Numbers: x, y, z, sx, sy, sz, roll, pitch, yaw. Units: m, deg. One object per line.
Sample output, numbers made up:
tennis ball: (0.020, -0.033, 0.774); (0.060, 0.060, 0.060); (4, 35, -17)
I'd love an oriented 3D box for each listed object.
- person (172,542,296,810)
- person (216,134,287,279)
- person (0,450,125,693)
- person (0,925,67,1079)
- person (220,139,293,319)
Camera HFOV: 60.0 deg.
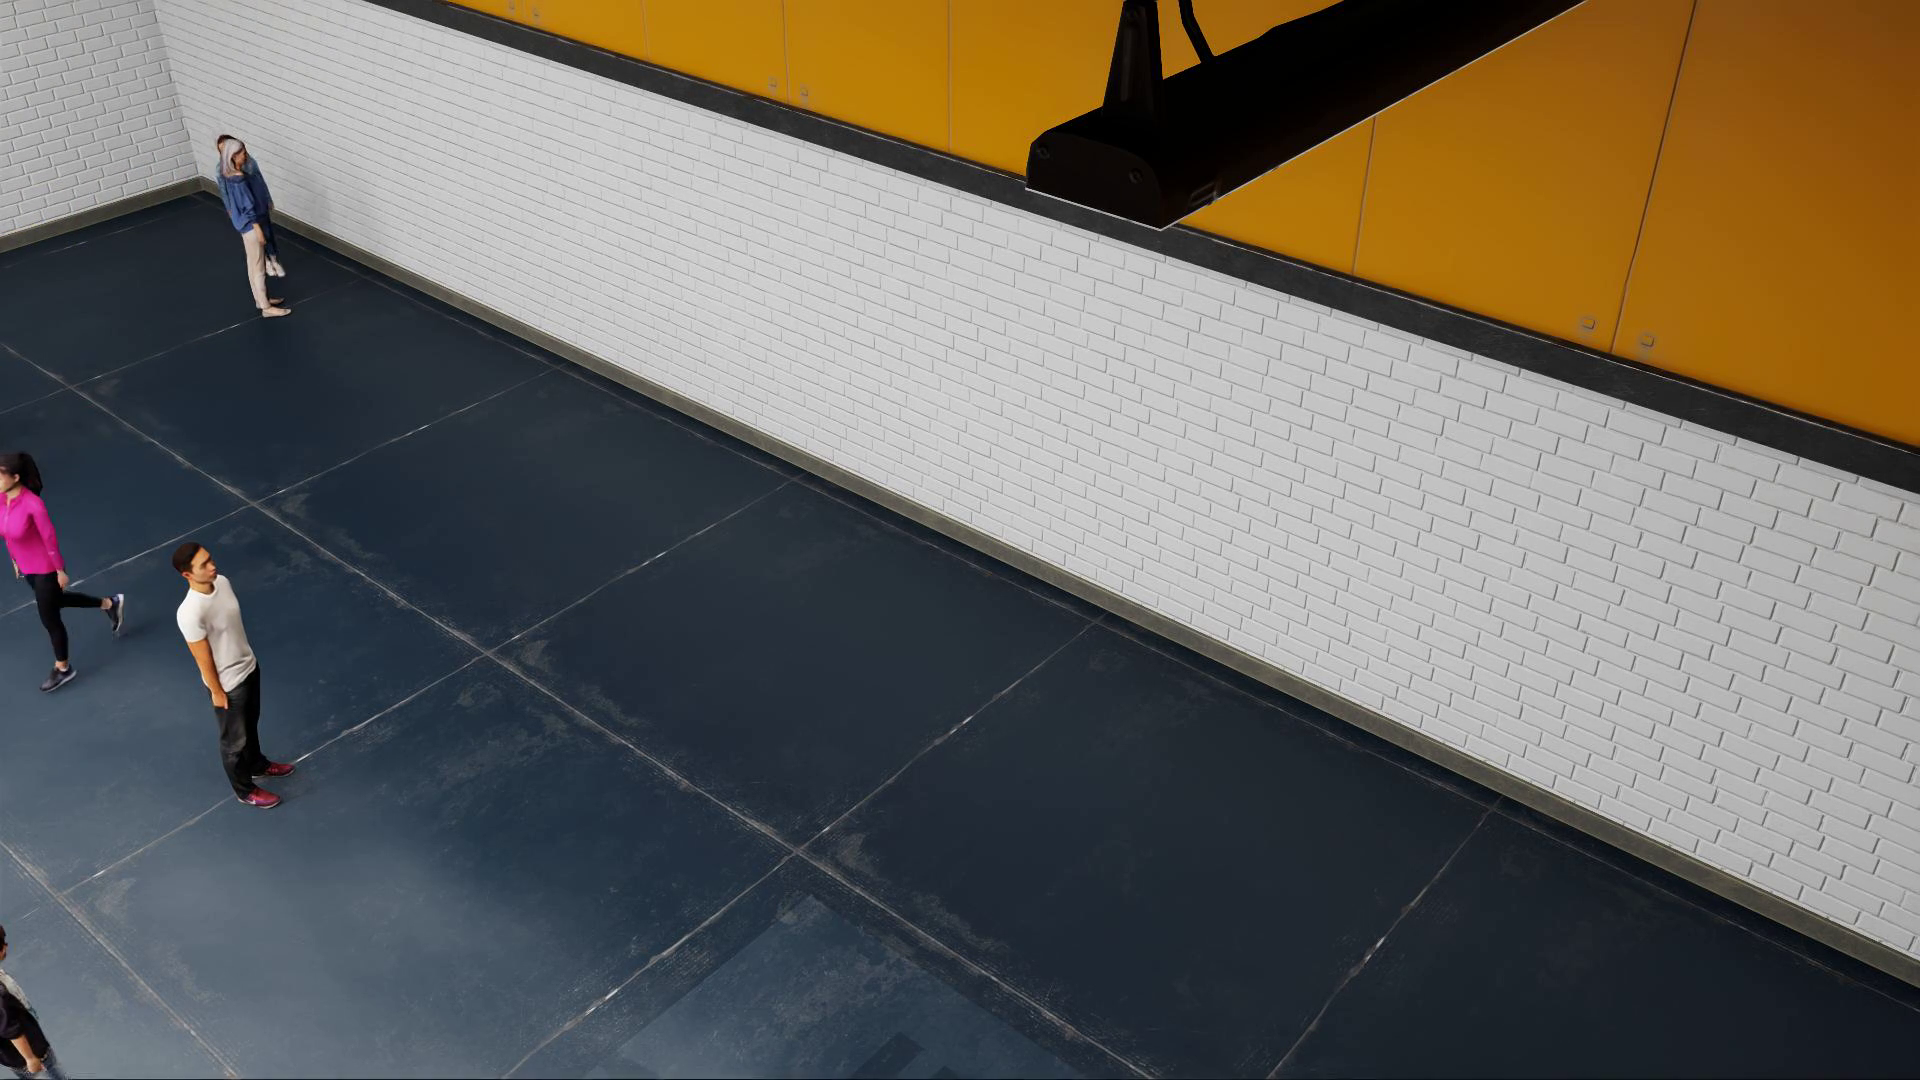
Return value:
person: (-4.347, 0.782, 9.858); (0.775, 1.804, 0.692); (0, 34, 0)
person: (-6.962, -3.289, 16.280); (0.639, 1.463, 0.753); (-18, 38, -25)
person: (-5.962, 0.137, 10.943); (0.740, 1.677, 1.083); (15, 37, 22)
person: (-4.449, 2.352, 7.810); (0.547, 1.446, 0.544); (28, 43, 36)
person: (-6.623, -2.917, 15.514); (0.667, 1.704, 0.680); (-19, 38, -26)
